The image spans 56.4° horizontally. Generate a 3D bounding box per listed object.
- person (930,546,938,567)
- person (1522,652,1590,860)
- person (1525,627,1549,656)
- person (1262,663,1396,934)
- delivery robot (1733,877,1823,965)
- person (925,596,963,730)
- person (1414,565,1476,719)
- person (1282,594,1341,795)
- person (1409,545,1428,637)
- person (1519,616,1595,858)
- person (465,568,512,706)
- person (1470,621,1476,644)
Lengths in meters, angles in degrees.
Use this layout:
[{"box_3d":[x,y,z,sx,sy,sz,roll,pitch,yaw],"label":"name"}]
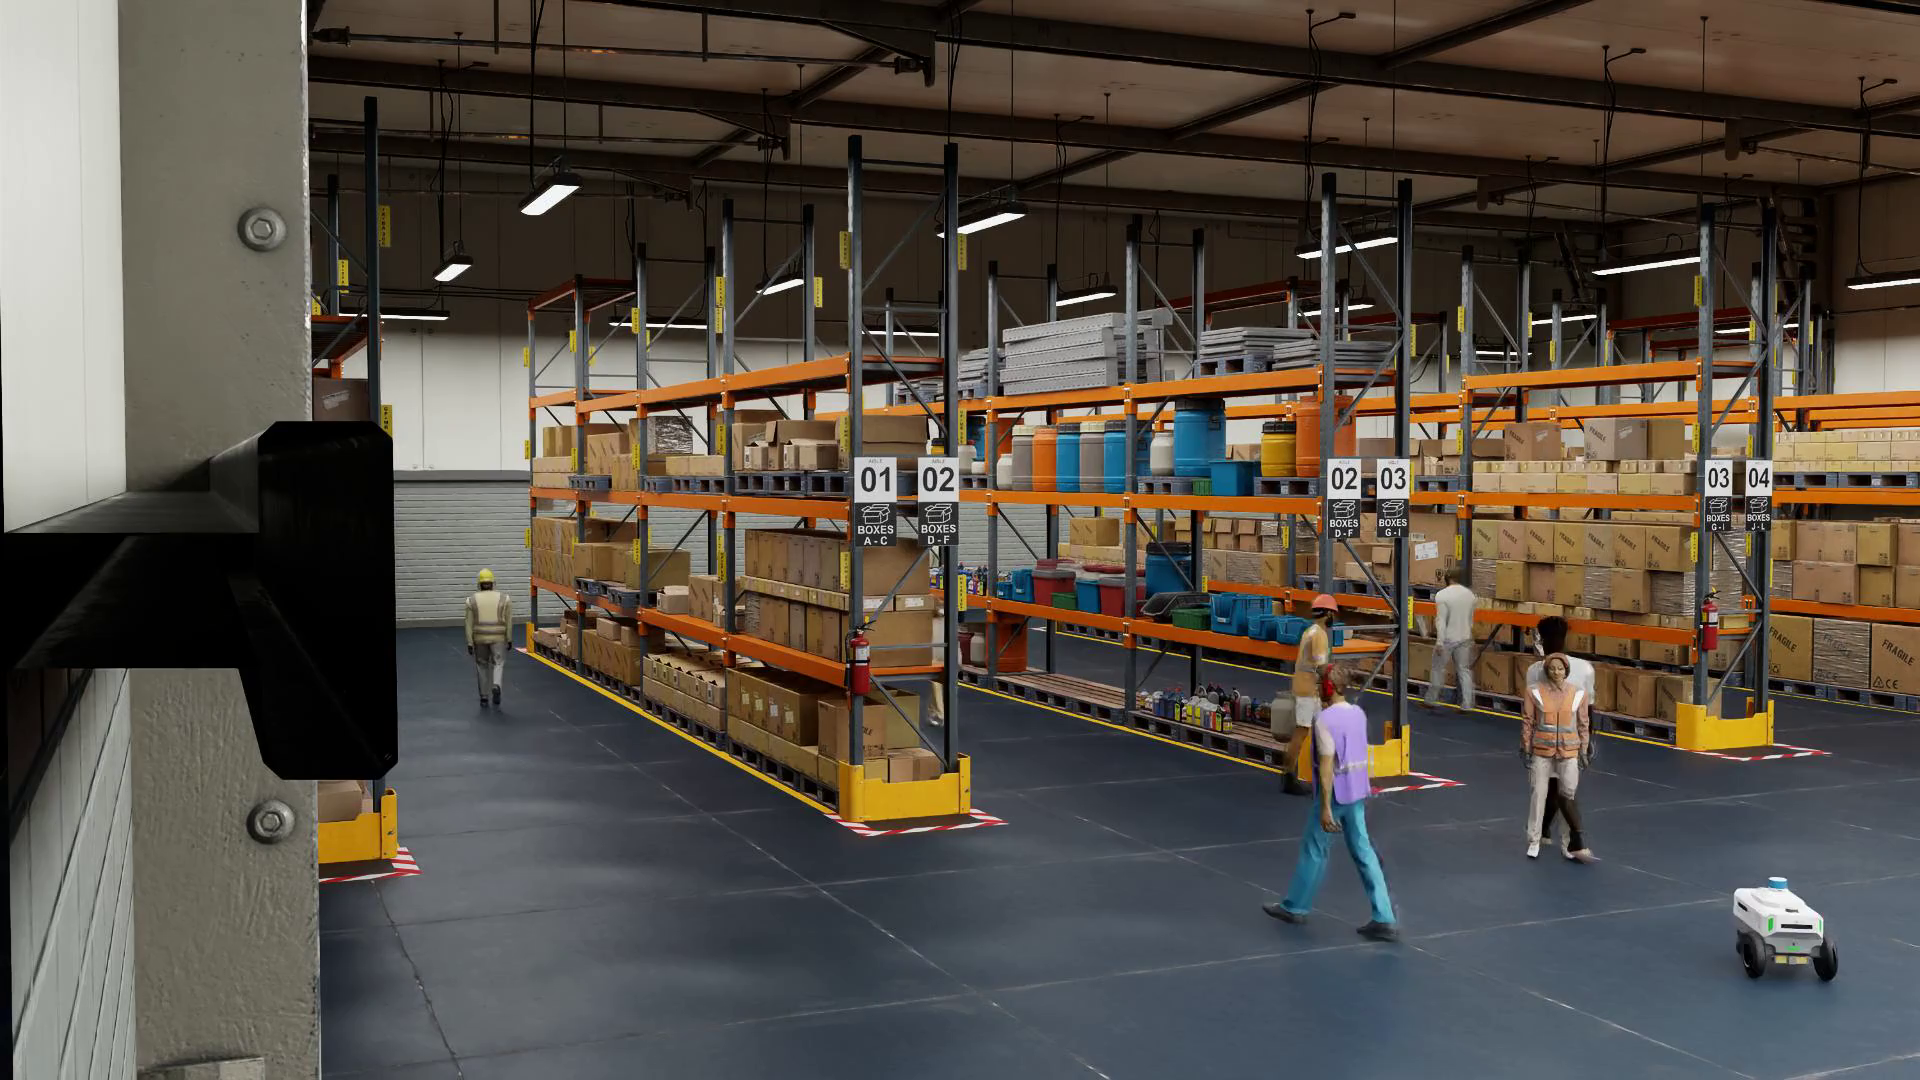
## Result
[{"box_3d":[-0.487,0.756,34.570,0.406,1.986,0.617,1,3,34],"label":"person"},{"box_3d":[4.730,1.705,14.226,0.515,1.640,0.315,0,2,12],"label":"person"},{"box_3d":[8.191,1.165,25.193,0.574,1.883,0.355,-1,2,-28],"label":"person"},{"box_3d":[2.514,1.717,11.985,0.990,1.792,0.589,2,3,45],"label":"person"},{"box_3d":[5.056,2.334,11.088,0.477,0.478,0.707,0,2,6],"label":"delivery robot"},{"box_3d":[-0.239,1.454,21.370,0.518,1.580,0.850,-1,2,-28],"label":"person"},{"box_3d":[6.115,1.259,22.523,0.646,1.895,0.952,-1,2,-25],"label":"person"},{"box_3d":[3.416,1.469,17.218,0.732,1.887,0.644,0,2,5],"label":"person"},{"box_3d":[7.886,0.981,31.327,0.601,1.789,0.950,-1,2,-24],"label":"person"},{"box_3d":[4.828,1.568,14.472,0.605,1.910,1.026,-1,2,-16],"label":"person"},{"box_3d":[-6.134,1.272,23.304,0.600,1.811,0.627,-1,2,-13],"label":"person"},{"box_3d":[8.062,0.982,28.755,0.648,1.984,0.931,0,2,-4],"label":"person"}]
